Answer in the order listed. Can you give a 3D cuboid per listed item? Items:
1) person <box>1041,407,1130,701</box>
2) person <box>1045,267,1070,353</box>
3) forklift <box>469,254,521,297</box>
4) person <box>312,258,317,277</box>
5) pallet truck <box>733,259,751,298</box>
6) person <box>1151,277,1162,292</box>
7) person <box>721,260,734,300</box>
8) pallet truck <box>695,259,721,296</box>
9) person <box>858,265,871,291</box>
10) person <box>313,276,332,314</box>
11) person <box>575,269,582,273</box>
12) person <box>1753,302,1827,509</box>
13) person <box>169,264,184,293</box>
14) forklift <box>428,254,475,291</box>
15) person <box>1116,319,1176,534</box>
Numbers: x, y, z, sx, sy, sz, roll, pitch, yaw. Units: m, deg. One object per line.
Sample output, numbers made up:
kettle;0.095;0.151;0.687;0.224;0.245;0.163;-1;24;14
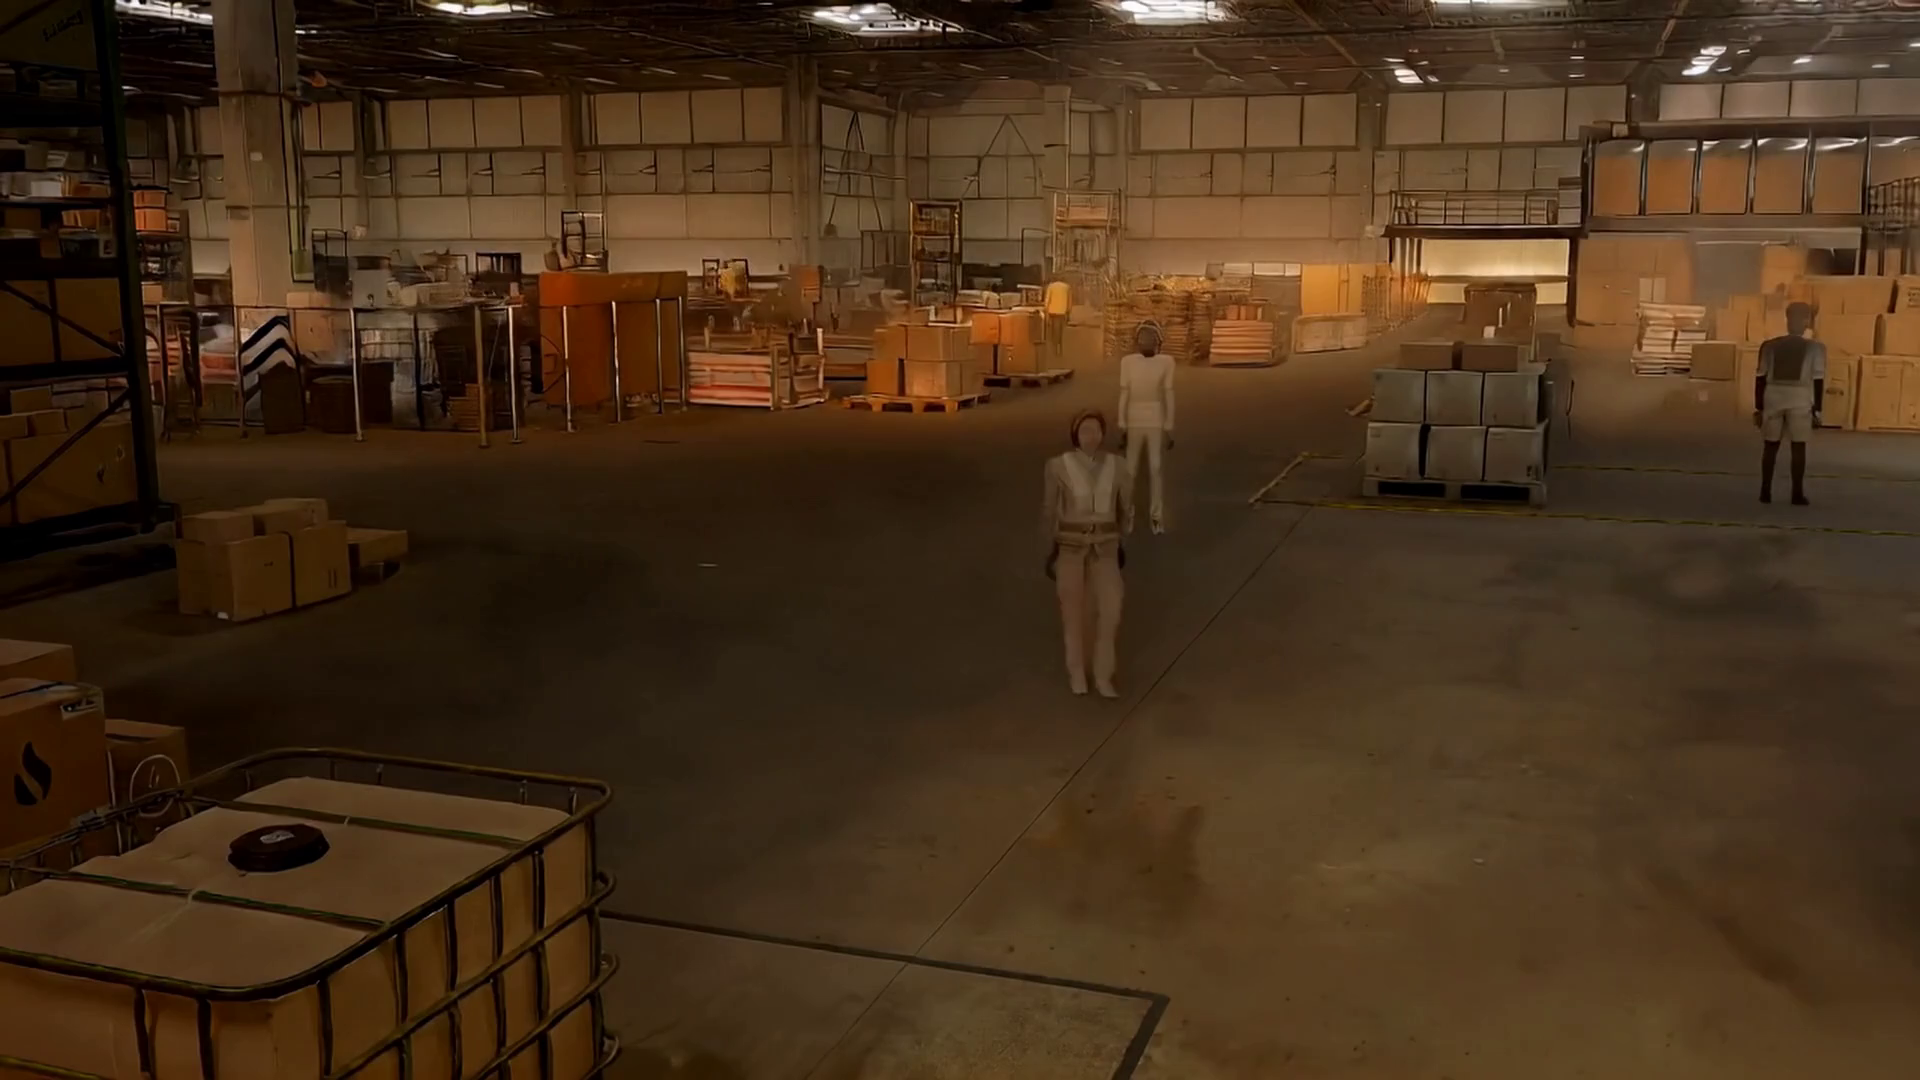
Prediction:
person;0.701;0.085;9.123;0.533;1.615;0.567;-2;10;-9
person;2.256;-5.315;38.544;0.621;1.977;0.443;-2;10;-9
forklift;-17.990;-10.121;64.684;1.157;1.987;2.680;3;11;17
person;-24.630;-9.714;63.270;0.391;1.995;0.613;-2;10;-14
pallet truck;-7.986;-9.493;62.019;0.823;1.965;1.885;3;11;17
person;4.686;-5.410;39.746;0.318;1.741;0.493;3;11;17
person;-7.468;-7.865;52.775;0.814;2.015;0.631;5;11;28
pallet truck;-9.165;-9.627;62.776;0.823;1.965;1.885;4;11;23
person;-2.686;-6.856;47.345;0.376;1.933;0.551;4;11;20
person;-12.630;-4.264;32.874;0.433;1.888;0.665;4;11;23
person;-13.620;-8.888;59.298;0.407;1.755;0.531;5;11;28
person;7.911;-1.282;15.871;0.613;1.961;0.368;8;13;37
person;-29.784;-9.605;63.236;0.985;1.799;0.591;7;12;36
forklift;-20.133;-10.254;65.465;1.157;1.987;2.680;3;11;19
person;1.612;-0.978;14.423;0.508;1.874;0.329;1;10;5
